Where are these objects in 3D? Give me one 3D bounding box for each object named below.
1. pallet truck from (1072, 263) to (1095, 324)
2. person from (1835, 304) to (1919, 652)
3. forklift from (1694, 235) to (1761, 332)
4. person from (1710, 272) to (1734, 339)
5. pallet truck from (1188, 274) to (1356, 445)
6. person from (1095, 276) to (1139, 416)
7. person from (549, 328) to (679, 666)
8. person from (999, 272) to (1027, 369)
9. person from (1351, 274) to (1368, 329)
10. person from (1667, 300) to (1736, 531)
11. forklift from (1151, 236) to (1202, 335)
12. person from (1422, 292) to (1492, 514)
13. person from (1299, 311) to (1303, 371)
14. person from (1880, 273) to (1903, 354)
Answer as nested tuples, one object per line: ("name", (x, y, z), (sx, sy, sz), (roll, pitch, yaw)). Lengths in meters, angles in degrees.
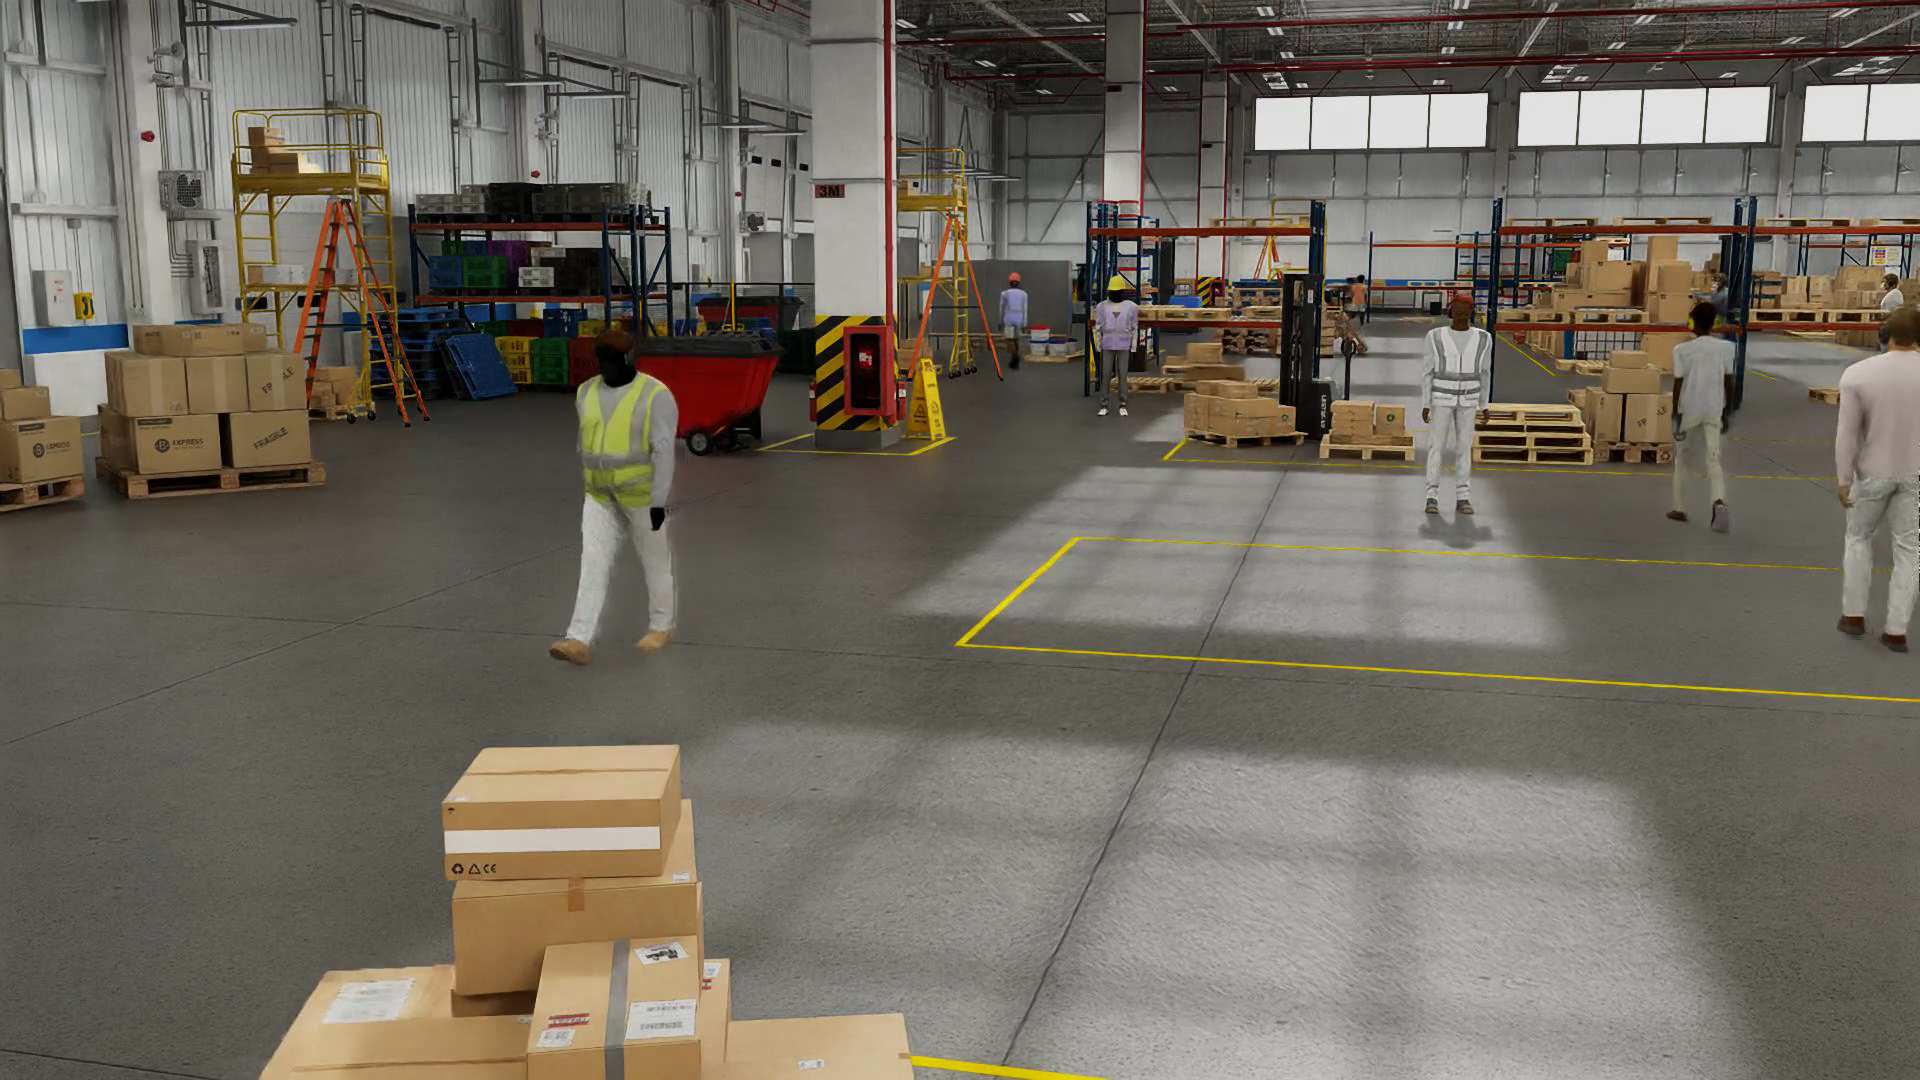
("pallet truck", (4.325, -8.180, 55.162), (0.823, 1.965, 1.885), (6, 11, 31))
("person", (5.251, -0.359, 9.375), (0.646, 1.913, 0.778), (4, 10, 20))
("forklift", (22.425, -7.519, 48.677), (1.873, 2.768, 1.129), (2, 10, 14))
("person", (13.128, -3.649, 28.729), (0.398, 1.926, 0.640), (0, 10, 1))
("pallet truck", (3.653, -2.138, 19.590), (1.885, 1.965, 0.823), (-4, 10, -20))
("person", (2.149, -2.654, 22.847), (0.588, 1.923, 0.383), (1, 10, 9))
("person", (-1.837, -0.224, 8.904), (0.657, 1.791, 0.941), (4, 10, 21))
("person", (1.056, -4.271, 32.411), (0.548, 1.909, 0.753), (-3, 10, -16))
("person", (12.120, -7.237, 50.542), (0.548, 1.680, 0.547), (8, 12, 38))
("person", (6.005, -1.008, 13.422), (0.526, 1.840, 0.867), (2, 10, 10))
("forklift", (5.866, -7.214, 46.878), (1.873, 2.768, 1.129), (2, 10, 14))
("person", (4.216, -1.159, 14.152), (0.572, 1.887, 0.356), (1, 10, 5))
("person", (6.687, -4.093, 31.862), (0.319, 1.739, 0.484), (7, 12, 36))
("person", (15.165, -3.383, 27.139), (0.378, 1.931, 0.625), (6, 12, 33))
